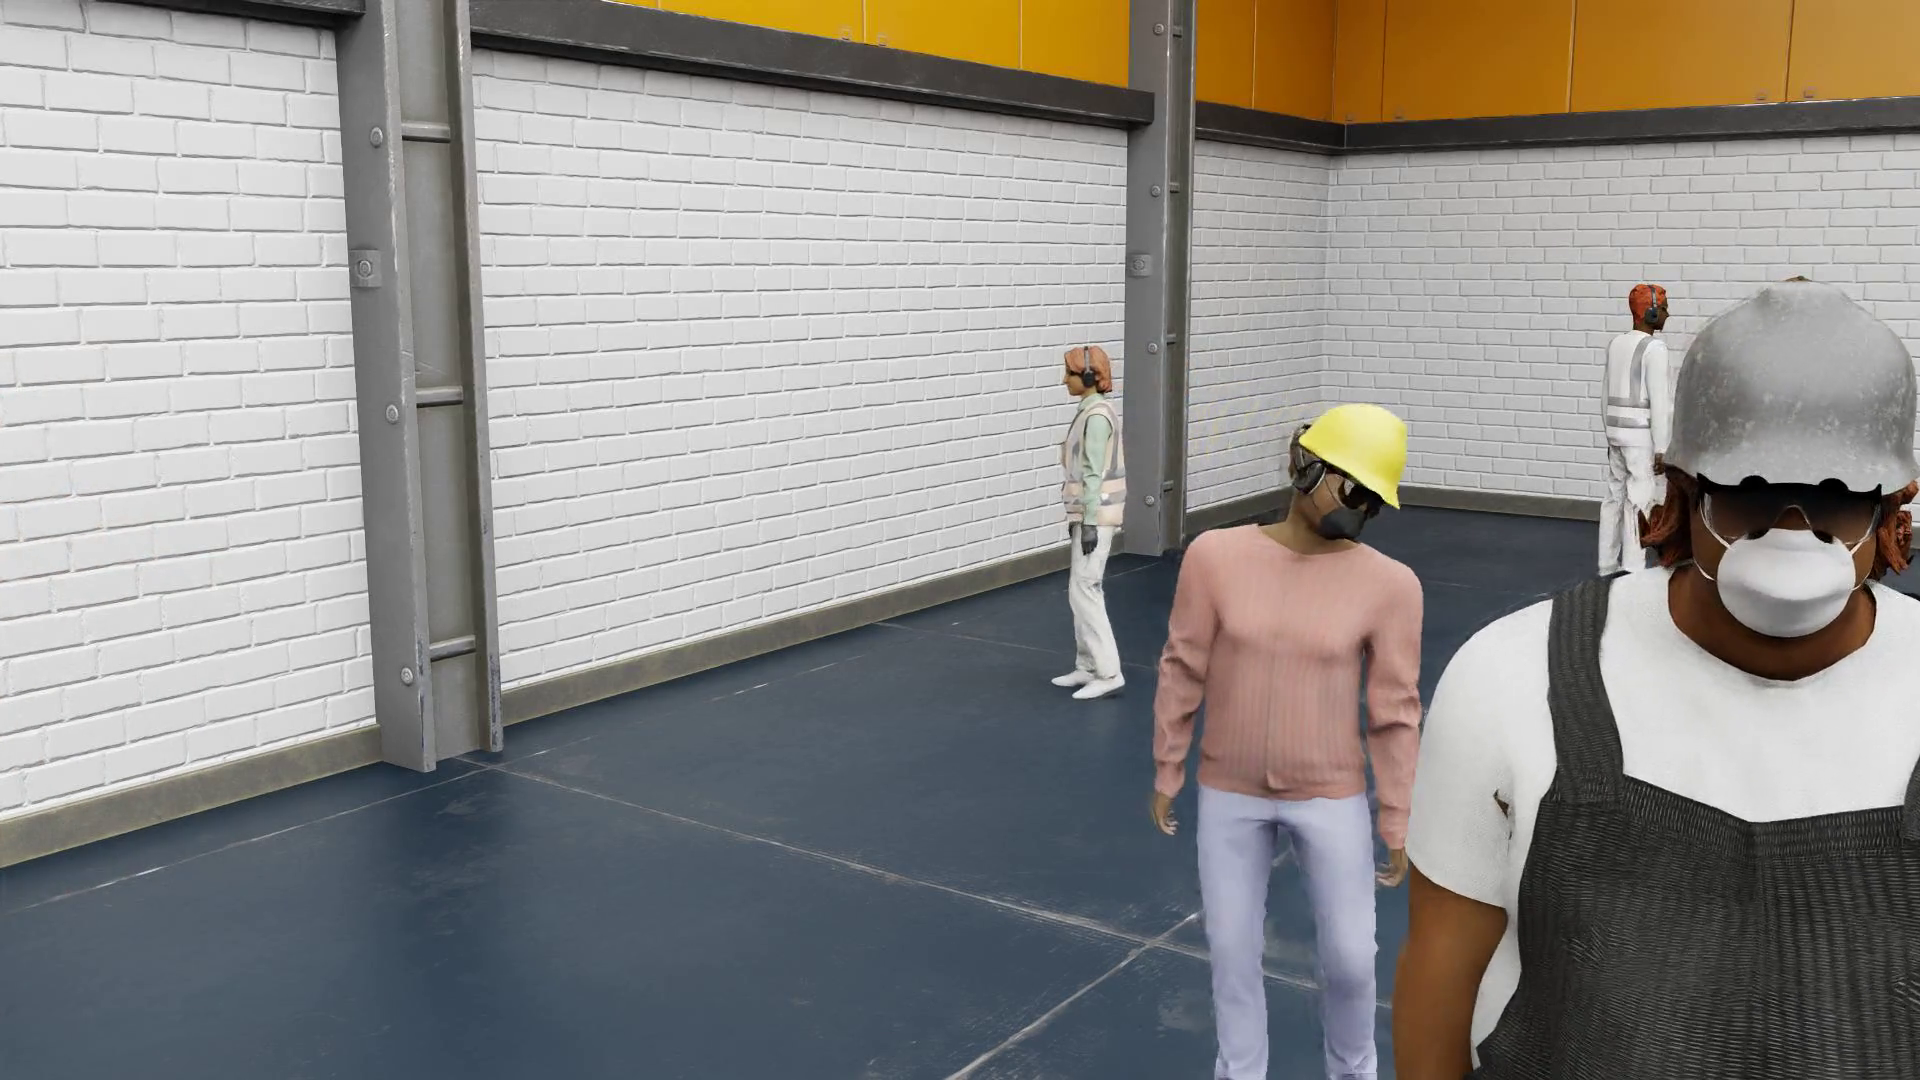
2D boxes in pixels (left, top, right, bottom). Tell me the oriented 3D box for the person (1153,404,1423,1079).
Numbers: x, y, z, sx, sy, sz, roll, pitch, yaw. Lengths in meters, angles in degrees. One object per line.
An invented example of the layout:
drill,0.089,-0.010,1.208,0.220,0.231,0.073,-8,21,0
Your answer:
person,0.736,0.562,3.654,0.609,1.726,0.358,3,10,18

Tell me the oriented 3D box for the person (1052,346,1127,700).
person,0.608,-0.082,7.732,0.324,1.633,0.544,0,10,-2

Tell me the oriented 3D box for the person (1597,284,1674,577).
person,4.074,-0.587,10.005,0.347,1.882,0.584,-2,10,-10

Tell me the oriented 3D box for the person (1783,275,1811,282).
person,4.712,-0.523,9.454,0.372,1.941,0.627,2,10,12
